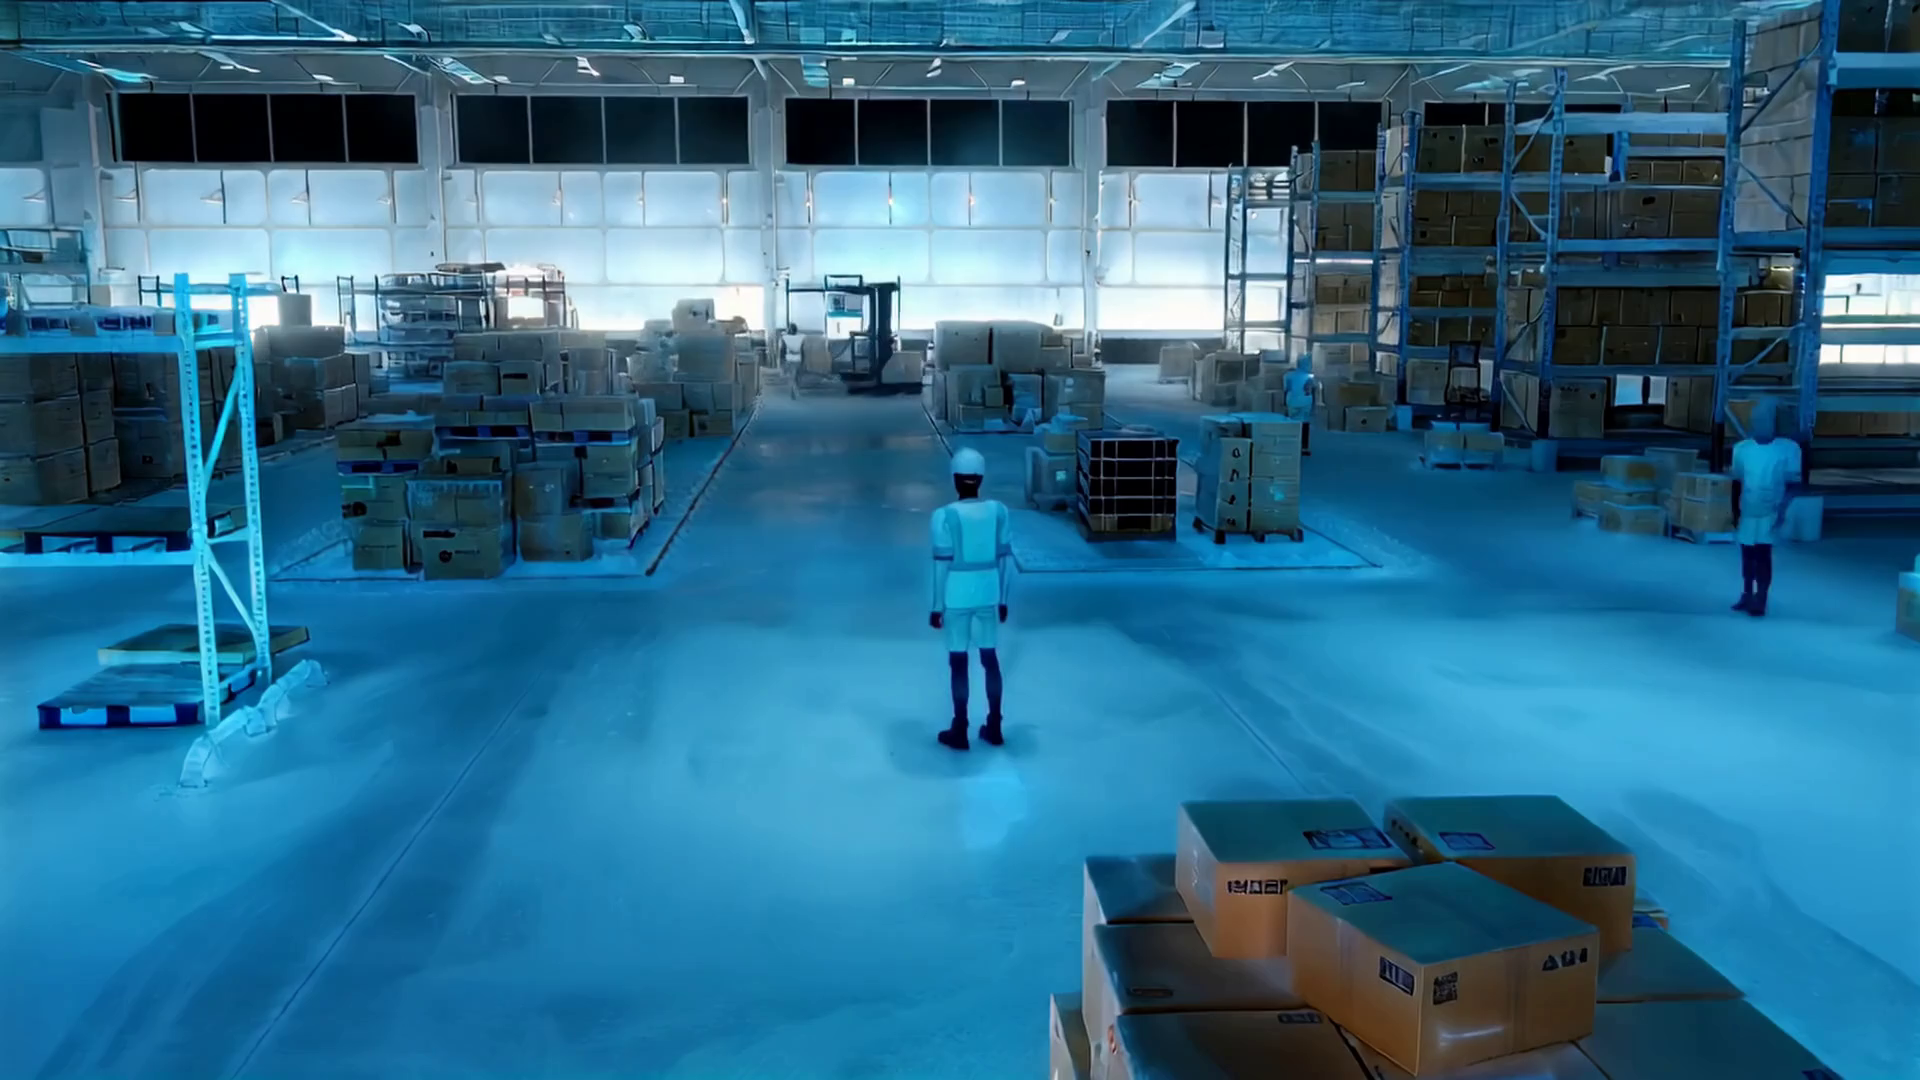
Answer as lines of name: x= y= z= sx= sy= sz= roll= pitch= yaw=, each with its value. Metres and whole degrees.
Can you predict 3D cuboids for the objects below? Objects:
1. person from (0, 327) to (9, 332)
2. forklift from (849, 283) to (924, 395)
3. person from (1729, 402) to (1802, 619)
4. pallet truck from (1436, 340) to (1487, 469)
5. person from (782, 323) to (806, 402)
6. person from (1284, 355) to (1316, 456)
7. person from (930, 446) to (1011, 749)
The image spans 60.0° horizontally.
person: x=-20.158 y=-3.525 z=35.159 sx=0.662 sy=1.920 sz=0.486 roll=2 pitch=9 yaw=15
forklift: x=-1.879 y=-5.092 z=42.005 sx=1.873 sy=2.768 sz=1.129 roll=-1 pitch=9 yaw=-4
person: x=7.074 y=-0.252 z=14.675 sx=0.663 sy=1.916 sz=0.621 roll=-7 pitch=12 yaw=-39
pallet truck: x=8.004 y=-2.170 z=26.422 sx=0.823 sy=1.965 sz=1.885 roll=2 pitch=9 yaw=14
person: x=-3.976 y=-4.266 z=39.930 sx=0.597 sy=1.894 sz=0.863 roll=-4 pitch=10 yaw=-22
person: x=5.693 y=-2.251 z=27.859 sx=0.540 sy=1.698 sz=0.317 roll=3 pitch=10 yaw=19
person: x=0.054 y=0.367 z=10.679 sx=0.552 sy=1.934 sz=0.373 roll=-5 pitch=10 yaw=-26
